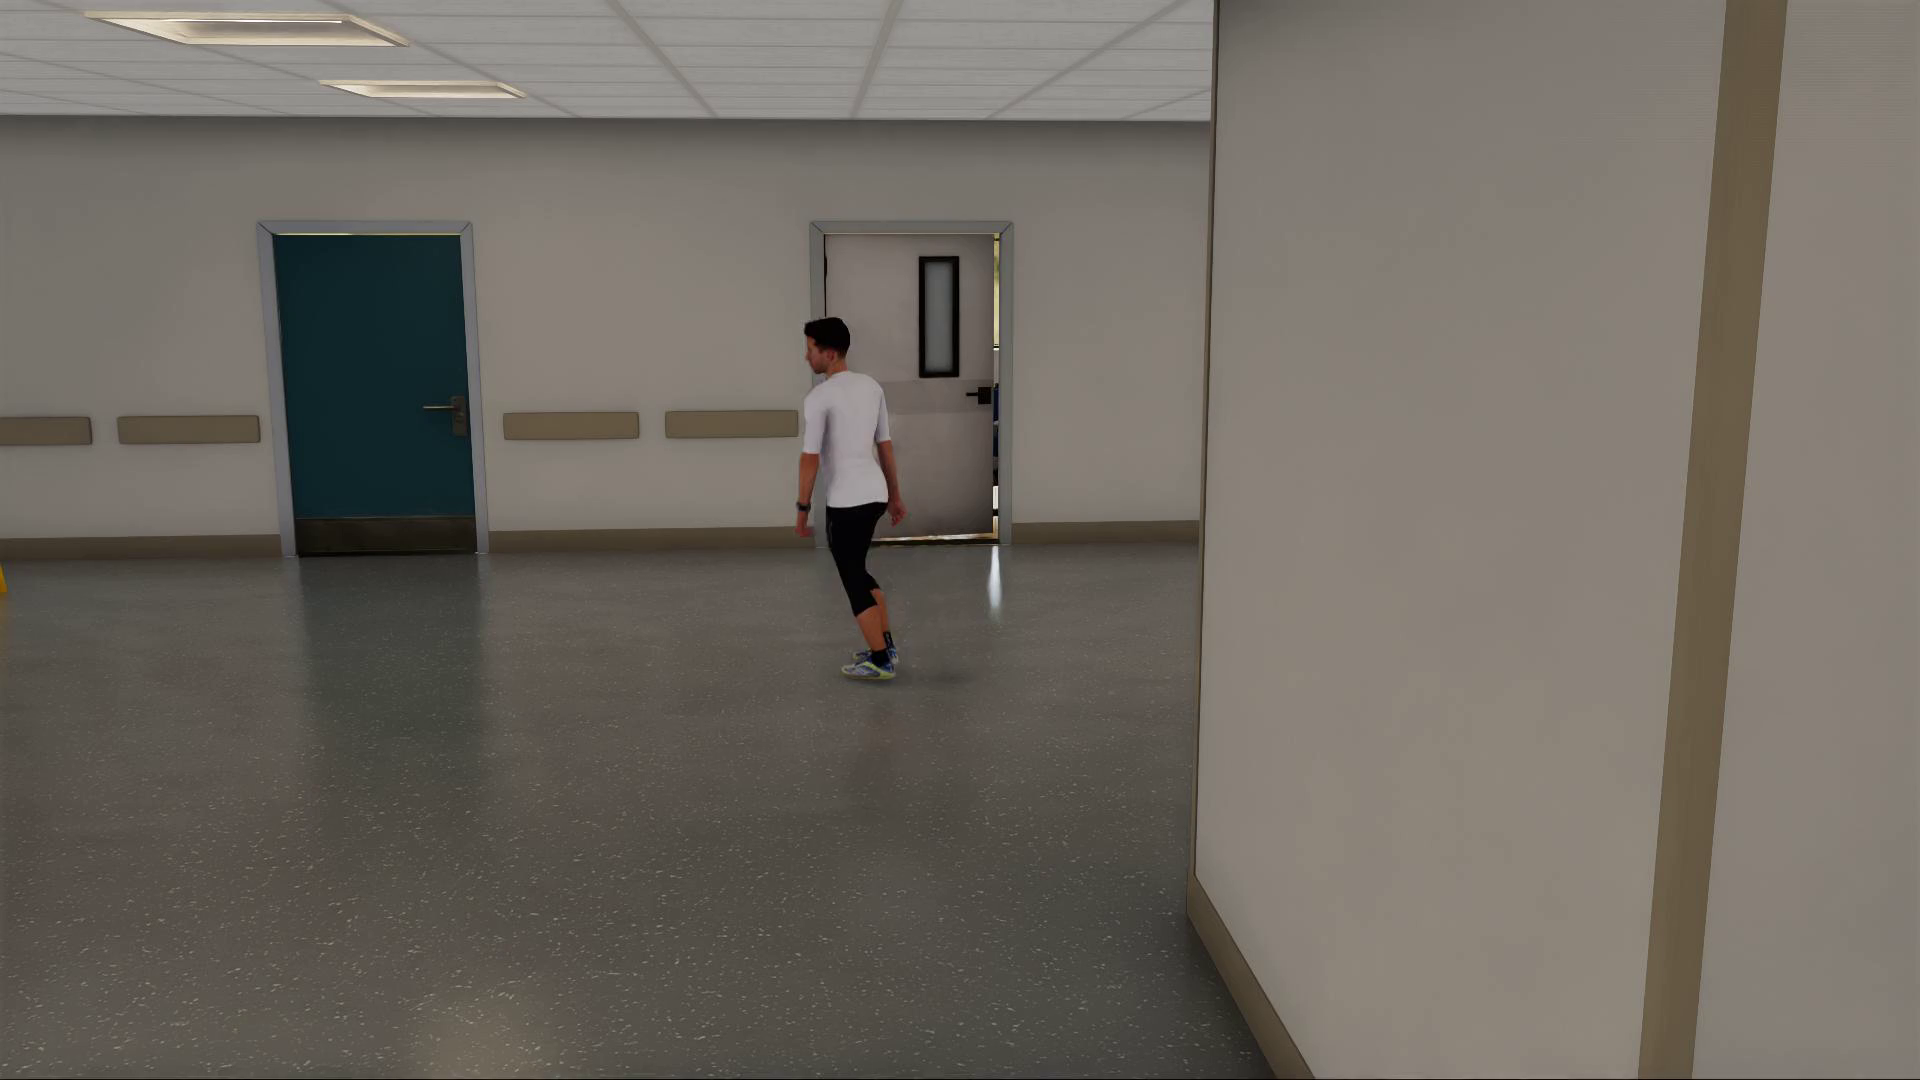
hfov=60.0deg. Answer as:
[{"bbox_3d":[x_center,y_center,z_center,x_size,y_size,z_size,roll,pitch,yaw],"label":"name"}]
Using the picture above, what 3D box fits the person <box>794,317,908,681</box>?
[{"bbox_3d":[-0.472,-0.184,8.320,0.831,1.819,0.881,-10,14,-42],"label":"person"}]
